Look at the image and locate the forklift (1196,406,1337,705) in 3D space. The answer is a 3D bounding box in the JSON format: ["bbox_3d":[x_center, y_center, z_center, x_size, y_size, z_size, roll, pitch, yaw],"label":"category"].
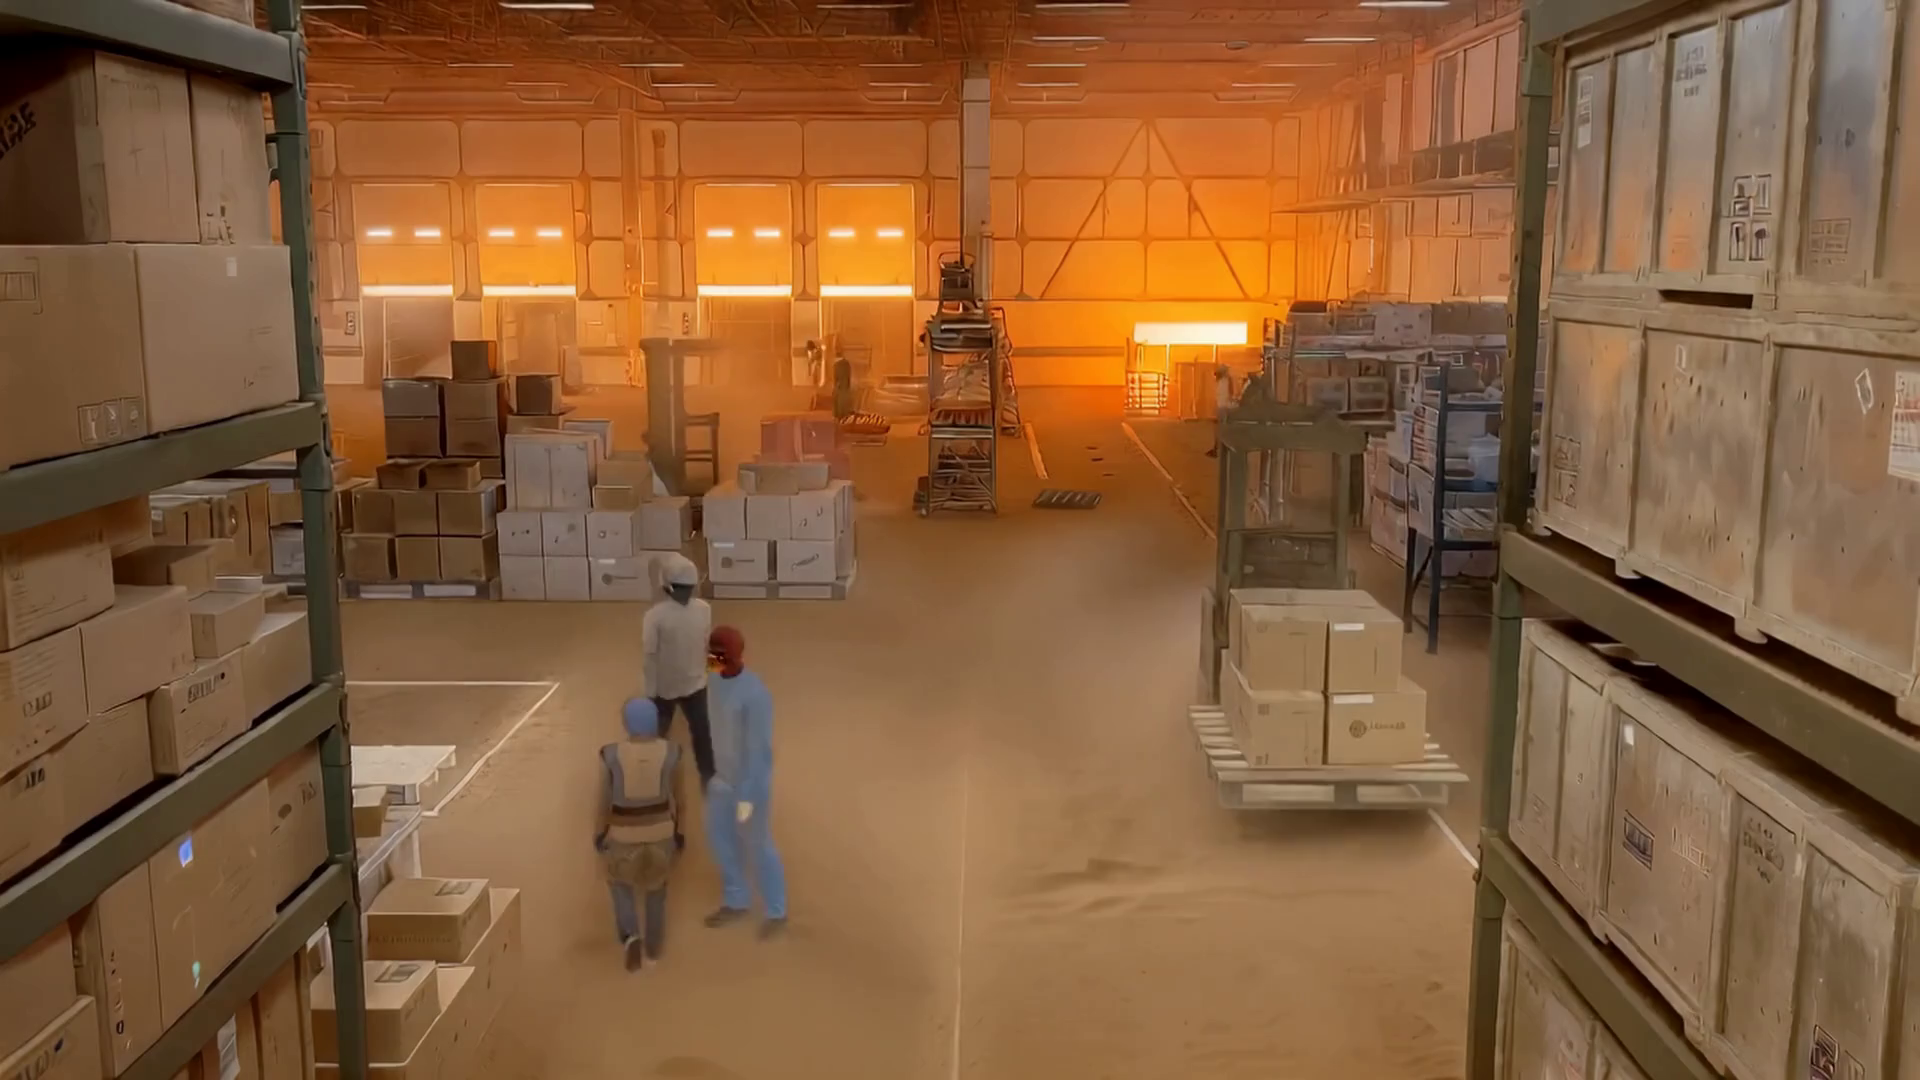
[{"bbox_3d":[2.694,0.242,14.305,1.129,2.768,1.873,0,10,1],"label":"forklift"}]

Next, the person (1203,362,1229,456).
[{"bbox_3d":[5.333,-2.652,33.771,0.694,1.922,0.559,-1,10,-5],"label":"person"}]

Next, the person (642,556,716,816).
[{"bbox_3d":[-2.094,1.067,12.275,0.648,1.944,1.038,-9,13,-43],"label":"person"}]

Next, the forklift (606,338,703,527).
[{"bbox_3d":[-4.555,-1.634,25.130,1.873,2.768,1.129,-1,10,-7],"label":"forklift"}]

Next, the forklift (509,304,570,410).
[{"bbox_3d":[-10.726,-4.588,42.170,1.129,2.768,1.873,0,10,1],"label":"forklift"}]

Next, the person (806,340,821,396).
[{"bbox_3d":[-4.177,-4.964,47.984,0.546,1.616,0.596,6,12,32],"label":"person"}]

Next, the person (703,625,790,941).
[{"bbox_3d":[-1.286,1.460,10.129,0.503,1.932,0.656,-7,12,-36],"label":"person"}]

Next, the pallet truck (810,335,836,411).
[{"bbox_3d":[-3.021,-4.312,43.126,1.885,1.965,0.823,3,10,17],"label":"pallet truck"}]

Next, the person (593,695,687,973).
[{"bbox_3d":[-1.822,1.696,9.520,0.539,1.623,0.520,-3,10,-15],"label":"person"}]

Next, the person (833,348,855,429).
[{"bbox_3d":[-2.720,-3.548,38.965,0.828,1.920,0.637,-5,11,-26],"label":"person"}]
